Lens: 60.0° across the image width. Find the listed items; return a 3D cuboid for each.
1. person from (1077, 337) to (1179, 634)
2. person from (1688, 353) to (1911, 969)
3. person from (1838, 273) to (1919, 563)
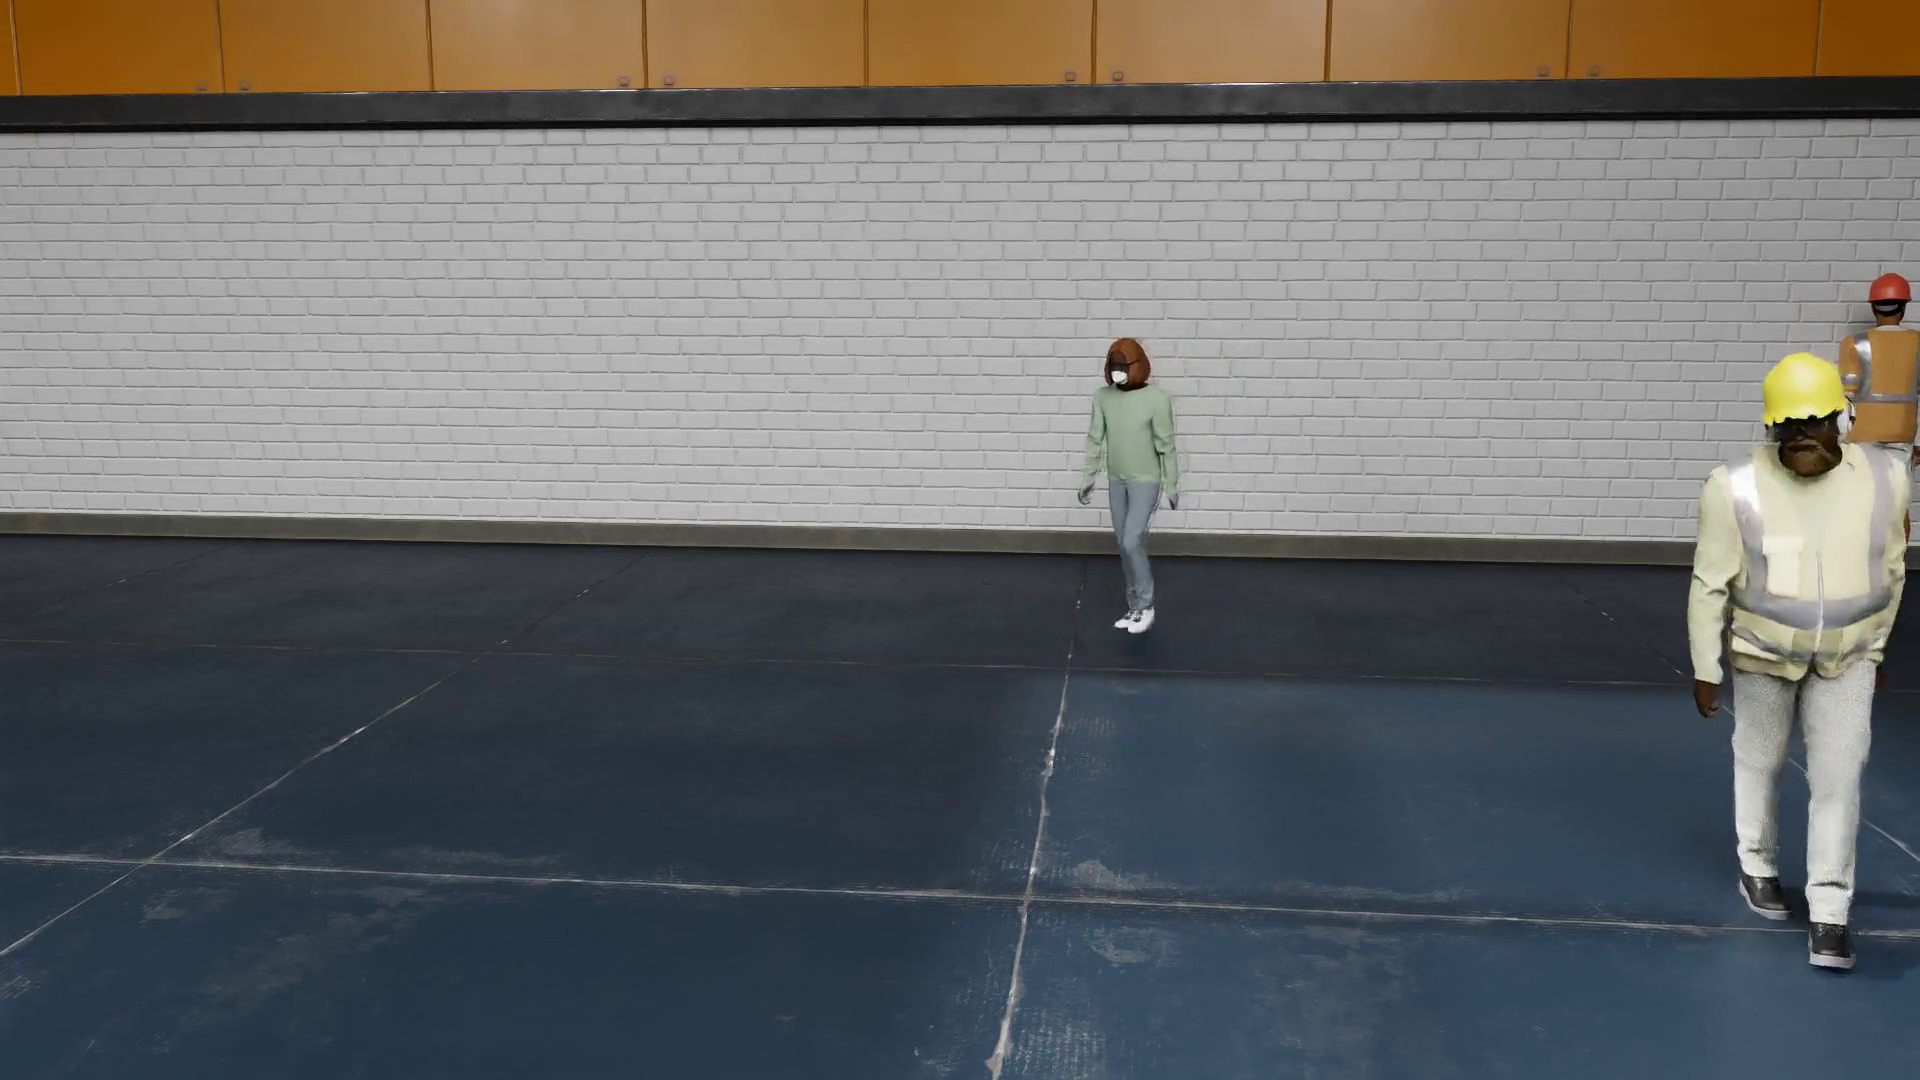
[{"bbox_3d":[0.919,-0.290,9.013,0.495,1.612,0.505,-10,14,-44],"label":"person"},{"bbox_3d":[2.469,0.339,4.927,0.596,1.778,0.816,3,10,18],"label":"person"},{"bbox_3d":[5.568,-0.642,10.092,0.547,1.934,0.376,2,10,10],"label":"person"}]
